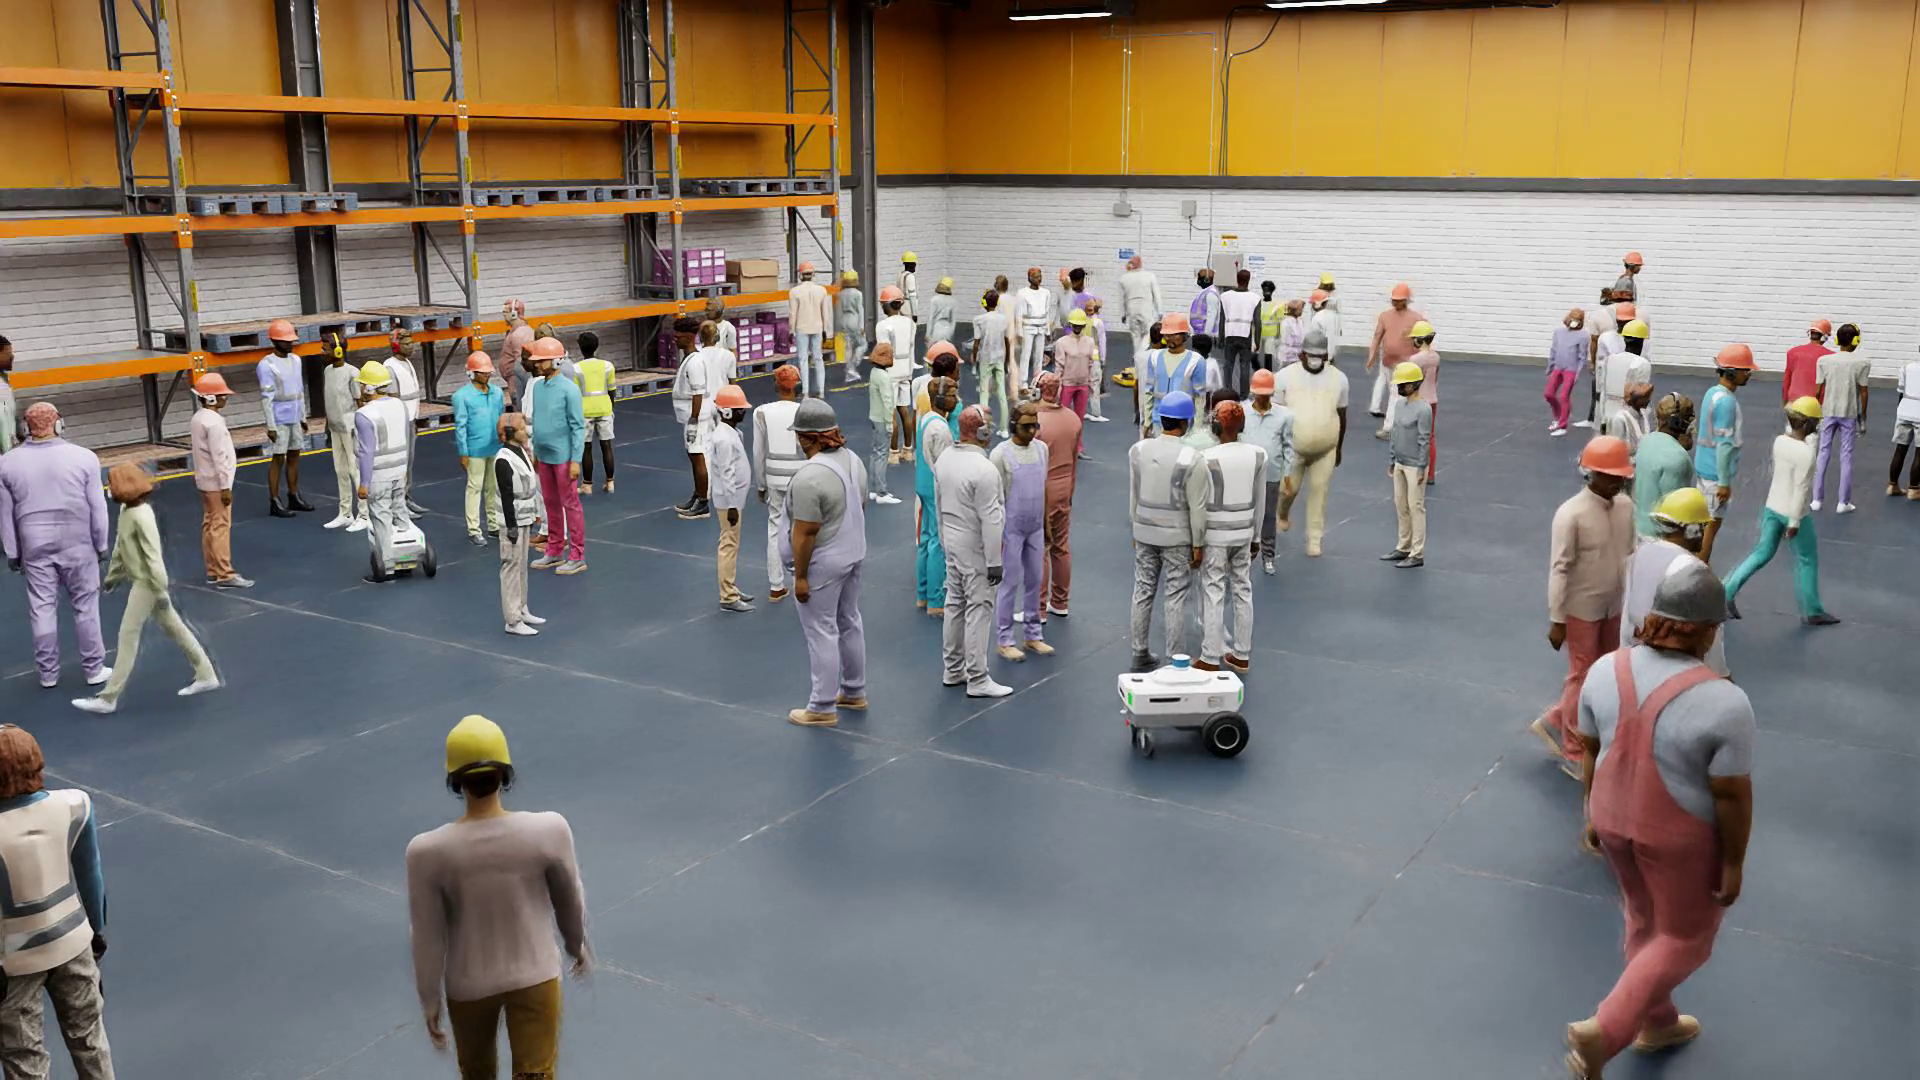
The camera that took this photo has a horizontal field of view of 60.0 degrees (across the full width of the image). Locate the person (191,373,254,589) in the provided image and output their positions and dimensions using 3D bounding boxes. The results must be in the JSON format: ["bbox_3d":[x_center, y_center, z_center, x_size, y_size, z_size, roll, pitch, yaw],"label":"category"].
[{"bbox_3d":[-6.034,-0.487,13.543,0.338,1.752,0.565,-10,16,-36],"label":"person"}]

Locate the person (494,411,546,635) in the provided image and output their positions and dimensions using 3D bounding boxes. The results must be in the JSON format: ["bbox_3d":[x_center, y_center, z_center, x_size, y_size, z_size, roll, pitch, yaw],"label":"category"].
[{"bbox_3d":[-3.262,-0.128,12.234,0.309,1.644,0.512,0,13,-2],"label":"person"}]

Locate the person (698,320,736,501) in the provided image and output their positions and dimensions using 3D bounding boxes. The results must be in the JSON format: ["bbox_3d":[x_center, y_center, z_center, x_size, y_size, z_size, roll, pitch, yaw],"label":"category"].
[{"bbox_3d":[-2.520,-1.311,16.933,0.511,1.838,0.335,-4,14,-17],"label":"person"}]

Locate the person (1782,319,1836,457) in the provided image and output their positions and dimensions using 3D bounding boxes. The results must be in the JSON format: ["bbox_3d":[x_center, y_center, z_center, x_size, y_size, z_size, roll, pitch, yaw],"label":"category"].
[{"bbox_3d":[9.296,-1.550,18.189,0.352,1.738,0.579,-12,17,-42],"label":"person"}]

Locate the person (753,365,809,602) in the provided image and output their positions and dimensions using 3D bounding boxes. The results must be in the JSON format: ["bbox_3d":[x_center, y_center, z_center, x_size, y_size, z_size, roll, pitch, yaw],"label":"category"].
[{"bbox_3d":[-1.324,-0.432,13.023,0.584,1.883,0.348,4,13,16],"label":"person"}]

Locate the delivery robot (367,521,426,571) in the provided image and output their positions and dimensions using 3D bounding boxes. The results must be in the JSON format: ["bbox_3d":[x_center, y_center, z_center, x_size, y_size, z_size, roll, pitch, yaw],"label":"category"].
[{"bbox_3d":[-4.733,-0.022,13.952,0.477,0.478,0.707,-7,15,-30],"label":"delivery robot"}]

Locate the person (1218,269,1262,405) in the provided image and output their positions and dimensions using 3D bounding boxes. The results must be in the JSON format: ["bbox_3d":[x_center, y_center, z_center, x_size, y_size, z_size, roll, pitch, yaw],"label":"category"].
[{"bbox_3d":[3.952,-2.862,23.518,0.602,1.908,0.403,4,14,17],"label":"person"}]

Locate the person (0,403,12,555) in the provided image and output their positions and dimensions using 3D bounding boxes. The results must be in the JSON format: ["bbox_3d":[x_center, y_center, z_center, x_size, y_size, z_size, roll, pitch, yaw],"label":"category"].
[{"bbox_3d":[-8.555,-0.651,14.509,0.525,1.639,0.307,-10,16,-36],"label":"person"}]

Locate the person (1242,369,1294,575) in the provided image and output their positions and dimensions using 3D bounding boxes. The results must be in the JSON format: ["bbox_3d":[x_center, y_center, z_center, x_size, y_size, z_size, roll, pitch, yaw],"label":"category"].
[{"bbox_3d":[2.496,-0.567,13.896,0.571,1.749,0.343,2,13,8],"label":"person"}]

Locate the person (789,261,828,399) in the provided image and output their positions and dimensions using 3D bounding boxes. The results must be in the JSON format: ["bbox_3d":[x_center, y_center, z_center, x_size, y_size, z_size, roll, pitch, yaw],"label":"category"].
[{"bbox_3d":[-2.207,-3.040,24.097,0.622,1.990,0.402,-8,15,-30],"label":"person"}]

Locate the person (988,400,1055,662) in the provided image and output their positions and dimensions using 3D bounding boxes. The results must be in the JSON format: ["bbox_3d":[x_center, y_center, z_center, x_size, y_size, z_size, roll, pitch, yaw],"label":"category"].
[{"bbox_3d":[0.423,-0.068,11.556,0.523,1.834,0.343,-10,16,-37],"label":"person"}]

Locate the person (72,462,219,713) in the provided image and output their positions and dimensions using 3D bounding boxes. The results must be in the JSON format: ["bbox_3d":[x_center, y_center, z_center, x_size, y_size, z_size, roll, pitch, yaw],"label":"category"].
[{"bbox_3d":[-5.203,0.289,10.553,0.879,1.586,0.513,-8,15,-32],"label":"person"}]

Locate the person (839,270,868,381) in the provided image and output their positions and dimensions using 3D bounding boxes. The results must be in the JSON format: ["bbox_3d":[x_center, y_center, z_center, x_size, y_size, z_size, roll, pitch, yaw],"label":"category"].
[{"bbox_3d":[-1.674,-3.353,26.029,0.510,1.721,0.385,10,17,38],"label":"person"}]

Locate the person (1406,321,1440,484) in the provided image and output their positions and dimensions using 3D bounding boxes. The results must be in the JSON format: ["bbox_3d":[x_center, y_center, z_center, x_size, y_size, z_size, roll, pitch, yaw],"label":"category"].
[{"bbox_3d":[4.890,-1.442,17.686,0.342,1.756,0.518,12,18,43],"label":"person"}]

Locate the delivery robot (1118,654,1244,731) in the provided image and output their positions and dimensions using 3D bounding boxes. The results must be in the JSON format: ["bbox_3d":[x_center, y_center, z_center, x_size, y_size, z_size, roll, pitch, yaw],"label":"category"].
[{"bbox_3d":[1.302,0.921,9.860,0.707,0.478,0.477,-1,13,-4],"label":"delivery robot"}]

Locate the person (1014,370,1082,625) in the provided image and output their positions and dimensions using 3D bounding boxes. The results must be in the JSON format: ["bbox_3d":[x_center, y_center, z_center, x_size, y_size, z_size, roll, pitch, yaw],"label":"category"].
[{"bbox_3d":[0.620,-0.320,12.488,0.407,1.908,0.641,11,17,40],"label":"person"}]

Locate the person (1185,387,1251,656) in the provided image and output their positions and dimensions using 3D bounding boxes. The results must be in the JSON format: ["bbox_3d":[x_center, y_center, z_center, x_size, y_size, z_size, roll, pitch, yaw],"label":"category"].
[{"bbox_3d":[1.805,-0.136,11.704,0.616,1.901,0.439,-8,15,-32],"label":"person"}]

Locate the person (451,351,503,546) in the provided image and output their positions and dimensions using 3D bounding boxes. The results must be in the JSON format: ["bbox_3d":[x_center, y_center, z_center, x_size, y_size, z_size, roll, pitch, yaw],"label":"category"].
[{"bbox_3d":[-4.304,-0.835,15.057,0.331,1.750,0.572,8,15,31],"label":"person"}]

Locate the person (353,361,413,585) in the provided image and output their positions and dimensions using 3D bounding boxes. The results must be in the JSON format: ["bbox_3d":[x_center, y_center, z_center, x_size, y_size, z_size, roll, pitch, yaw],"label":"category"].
[{"bbox_3d":[-4.746,-0.551,13.643,0.404,1.837,0.595,4,14,16],"label":"person"}]

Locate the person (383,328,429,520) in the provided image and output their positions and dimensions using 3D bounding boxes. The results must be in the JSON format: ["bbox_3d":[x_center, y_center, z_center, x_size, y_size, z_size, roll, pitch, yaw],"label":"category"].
[{"bbox_3d":[-5.417,-1.127,16.119,0.377,1.844,0.567,-1,13,-2],"label":"person"}]

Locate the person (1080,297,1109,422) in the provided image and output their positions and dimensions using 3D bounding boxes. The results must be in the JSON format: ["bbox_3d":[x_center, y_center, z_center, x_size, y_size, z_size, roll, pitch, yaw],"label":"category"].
[{"bbox_3d":[1.750,-2.382,22.013,0.309,1.641,0.513,-9,16,-33],"label":"person"}]

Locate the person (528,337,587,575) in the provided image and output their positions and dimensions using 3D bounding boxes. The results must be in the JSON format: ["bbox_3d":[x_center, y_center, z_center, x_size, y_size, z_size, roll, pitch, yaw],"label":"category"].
[{"bbox_3d":[-3.398,-0.709,13.980,0.622,1.993,0.382,11,17,39],"label":"person"}]

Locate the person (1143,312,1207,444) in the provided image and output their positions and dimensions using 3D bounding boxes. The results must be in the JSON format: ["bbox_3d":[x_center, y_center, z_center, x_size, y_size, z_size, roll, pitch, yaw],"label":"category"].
[{"bbox_3d":[2.002,-1.118,15.648,0.608,2.044,0.371,7,15,29],"label":"person"}]

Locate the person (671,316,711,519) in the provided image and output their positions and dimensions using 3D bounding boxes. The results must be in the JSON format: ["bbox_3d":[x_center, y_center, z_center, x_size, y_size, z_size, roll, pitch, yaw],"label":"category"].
[{"bbox_3d":[-2.605,-1.192,16.143,0.367,1.965,0.607,-3,13,-13],"label":"person"}]

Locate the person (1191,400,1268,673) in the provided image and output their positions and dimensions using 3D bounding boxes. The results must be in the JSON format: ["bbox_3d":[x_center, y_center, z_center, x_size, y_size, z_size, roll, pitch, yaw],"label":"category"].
[{"bbox_3d":[1.781,-0.005,11.178,0.576,1.882,0.355,-6,14,-24],"label":"person"}]

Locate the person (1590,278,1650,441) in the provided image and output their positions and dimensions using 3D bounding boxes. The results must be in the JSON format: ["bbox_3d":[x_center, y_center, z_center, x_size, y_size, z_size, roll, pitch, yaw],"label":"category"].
[{"bbox_3d":[8.032,-2.188,20.295,0.678,2.000,0.537,6,14,23],"label":"person"}]

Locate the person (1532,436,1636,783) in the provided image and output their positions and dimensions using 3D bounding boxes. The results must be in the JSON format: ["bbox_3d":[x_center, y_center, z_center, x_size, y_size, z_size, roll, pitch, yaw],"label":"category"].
[{"bbox_3d":[3.527,0.371,9.367,0.672,1.976,0.556,-9,16,-34],"label":"person"}]

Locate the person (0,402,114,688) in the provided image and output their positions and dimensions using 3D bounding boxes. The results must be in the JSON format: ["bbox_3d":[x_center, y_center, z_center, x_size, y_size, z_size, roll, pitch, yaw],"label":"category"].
[{"bbox_3d":[-5.966,0.035,10.999,0.653,1.894,0.400,-3,13,-13],"label":"person"}]

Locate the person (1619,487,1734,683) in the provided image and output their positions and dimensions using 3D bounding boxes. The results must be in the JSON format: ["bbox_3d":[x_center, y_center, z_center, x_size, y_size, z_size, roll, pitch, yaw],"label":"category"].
[{"bbox_3d":[3.721,0.616,8.709,0.867,1.792,0.597,-1,13,-6],"label":"person"}]

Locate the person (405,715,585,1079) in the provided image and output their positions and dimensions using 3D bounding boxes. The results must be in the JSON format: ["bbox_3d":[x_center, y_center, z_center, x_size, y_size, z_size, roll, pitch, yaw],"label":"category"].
[{"bbox_3d":[-1.492,1.407,5.422,0.539,1.718,0.925,-3,13,-13],"label":"person"}]

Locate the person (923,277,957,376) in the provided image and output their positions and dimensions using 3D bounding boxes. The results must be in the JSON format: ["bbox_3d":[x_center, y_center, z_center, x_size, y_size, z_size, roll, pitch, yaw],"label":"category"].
[{"bbox_3d":[-0.345,-3.099,24.991,0.545,1.718,0.492,-11,17,-40],"label":"person"}]

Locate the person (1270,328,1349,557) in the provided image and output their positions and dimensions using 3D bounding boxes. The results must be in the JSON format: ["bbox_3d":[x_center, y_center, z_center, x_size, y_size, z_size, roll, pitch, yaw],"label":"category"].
[{"bbox_3d":[3.075,-0.899,14.707,0.687,2.000,0.746,1,13,4],"label":"person"}]

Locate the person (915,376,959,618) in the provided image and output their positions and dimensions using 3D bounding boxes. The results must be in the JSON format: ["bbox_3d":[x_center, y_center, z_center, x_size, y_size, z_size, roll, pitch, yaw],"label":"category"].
[{"bbox_3d":[-0.170,-0.331,12.672,0.325,1.842,0.513,-4,14,-17],"label":"person"}]

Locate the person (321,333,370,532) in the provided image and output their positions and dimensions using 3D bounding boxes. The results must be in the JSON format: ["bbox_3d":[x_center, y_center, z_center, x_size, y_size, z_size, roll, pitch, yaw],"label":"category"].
[{"bbox_3d":[-5.782,-1.009,15.570,0.531,1.866,0.322,8,15,31],"label":"person"}]

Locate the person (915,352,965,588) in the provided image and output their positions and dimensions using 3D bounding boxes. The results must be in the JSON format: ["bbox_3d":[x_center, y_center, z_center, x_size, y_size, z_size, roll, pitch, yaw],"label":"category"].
[{"bbox_3d":[-0.148,-0.570,13.545,0.392,1.920,0.587,-9,16,-34],"label":"person"}]

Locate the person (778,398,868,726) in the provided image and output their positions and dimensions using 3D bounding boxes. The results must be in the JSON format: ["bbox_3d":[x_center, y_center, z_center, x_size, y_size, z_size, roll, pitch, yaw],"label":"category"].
[{"bbox_3d":[-0.870,0.117,10.300,0.535,2.000,0.681,7,15,26],"label":"person"}]

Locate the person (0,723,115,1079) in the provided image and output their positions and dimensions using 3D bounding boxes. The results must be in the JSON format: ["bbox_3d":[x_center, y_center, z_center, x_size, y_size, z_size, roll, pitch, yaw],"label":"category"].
[{"bbox_3d":[-3.110,1.405,5.590,0.307,1.639,0.525,8,15,30],"label":"person"}]

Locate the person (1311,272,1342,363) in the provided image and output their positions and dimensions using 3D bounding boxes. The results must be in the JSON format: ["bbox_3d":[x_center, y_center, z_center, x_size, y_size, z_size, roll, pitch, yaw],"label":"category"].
[{"bbox_3d":[5.654,-3.302,25.816,0.486,1.722,0.665,-1,13,-5],"label":"person"}]

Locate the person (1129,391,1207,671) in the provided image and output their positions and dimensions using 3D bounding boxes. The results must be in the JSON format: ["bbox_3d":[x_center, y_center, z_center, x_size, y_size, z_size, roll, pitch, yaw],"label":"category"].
[{"bbox_3d":[1.396,-0.033,11.178,0.607,1.942,0.413,11,17,39],"label":"person"}]
